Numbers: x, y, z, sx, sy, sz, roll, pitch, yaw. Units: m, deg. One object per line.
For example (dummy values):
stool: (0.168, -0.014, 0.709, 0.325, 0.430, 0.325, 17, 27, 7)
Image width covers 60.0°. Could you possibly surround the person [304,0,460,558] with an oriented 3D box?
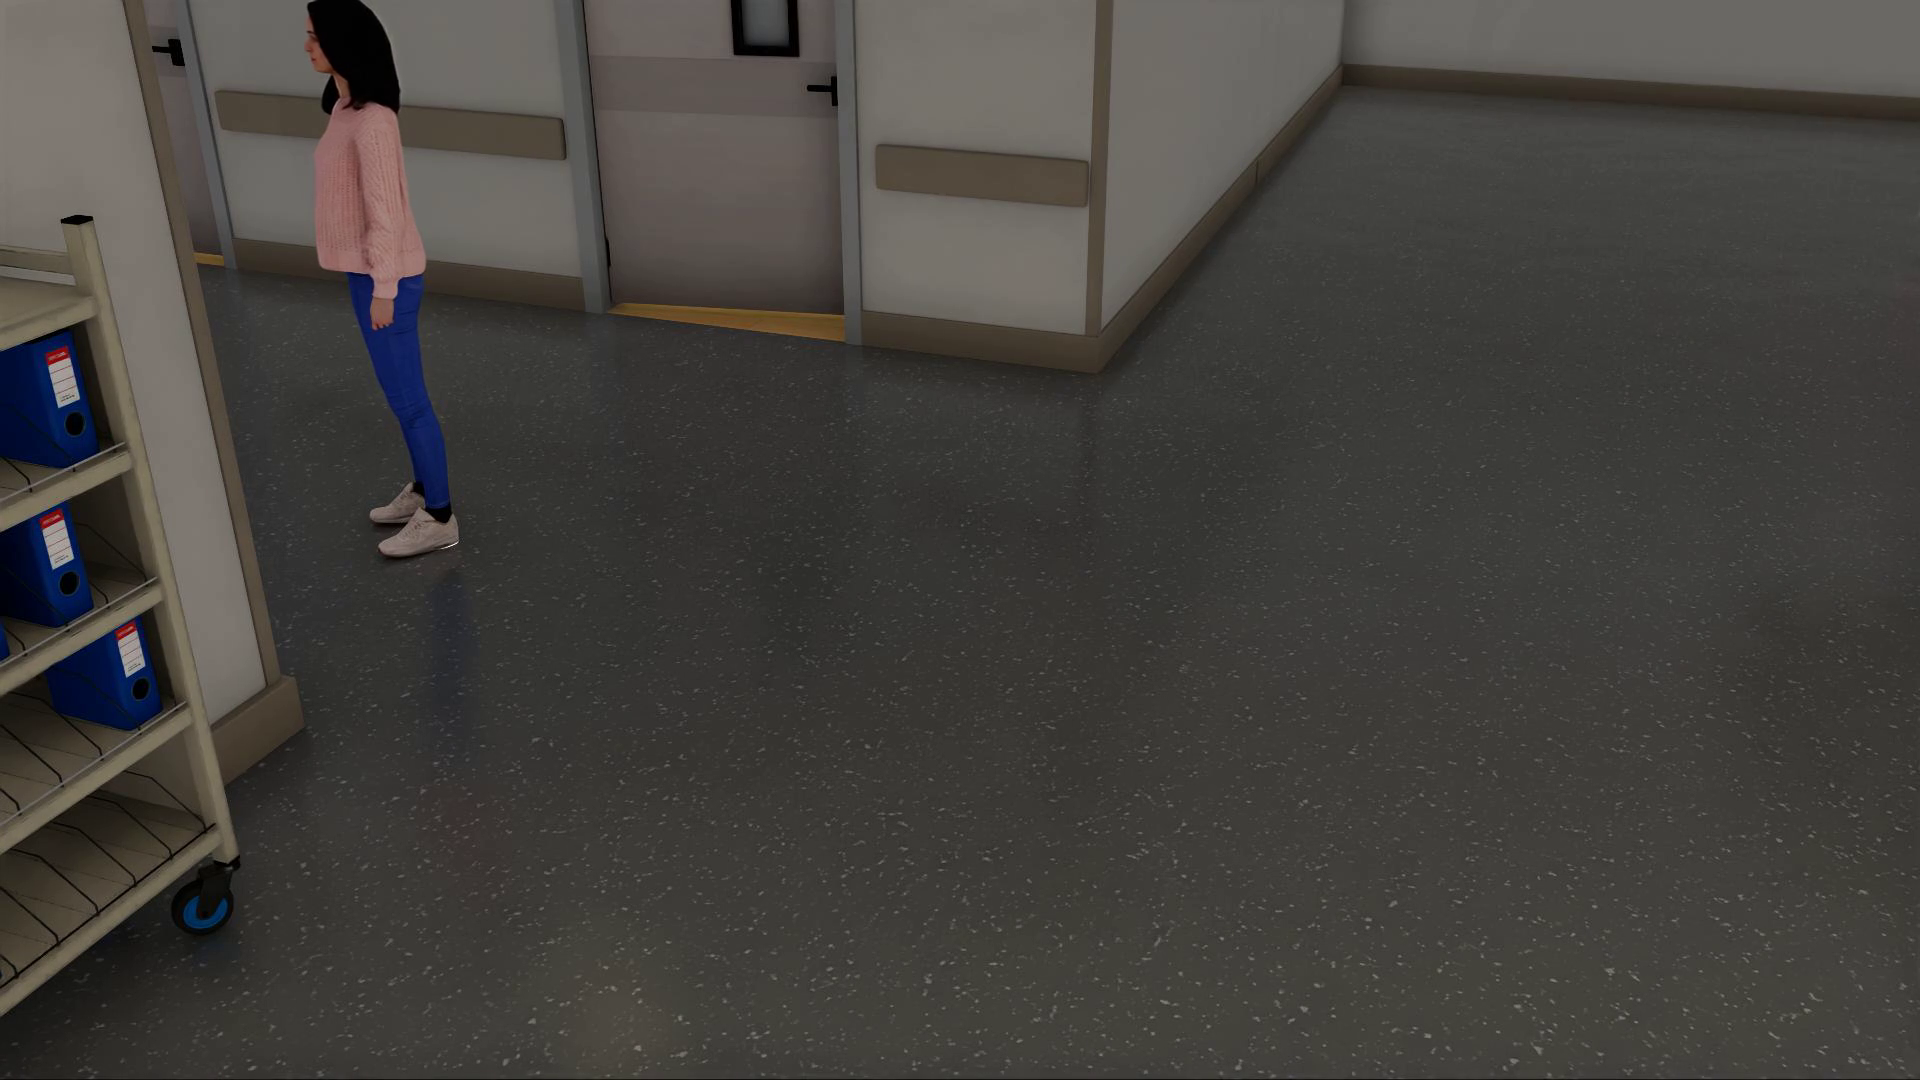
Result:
person: (-1.824, -0.815, 5.280, 0.780, 1.769, 0.713, -11, 28, -21)
